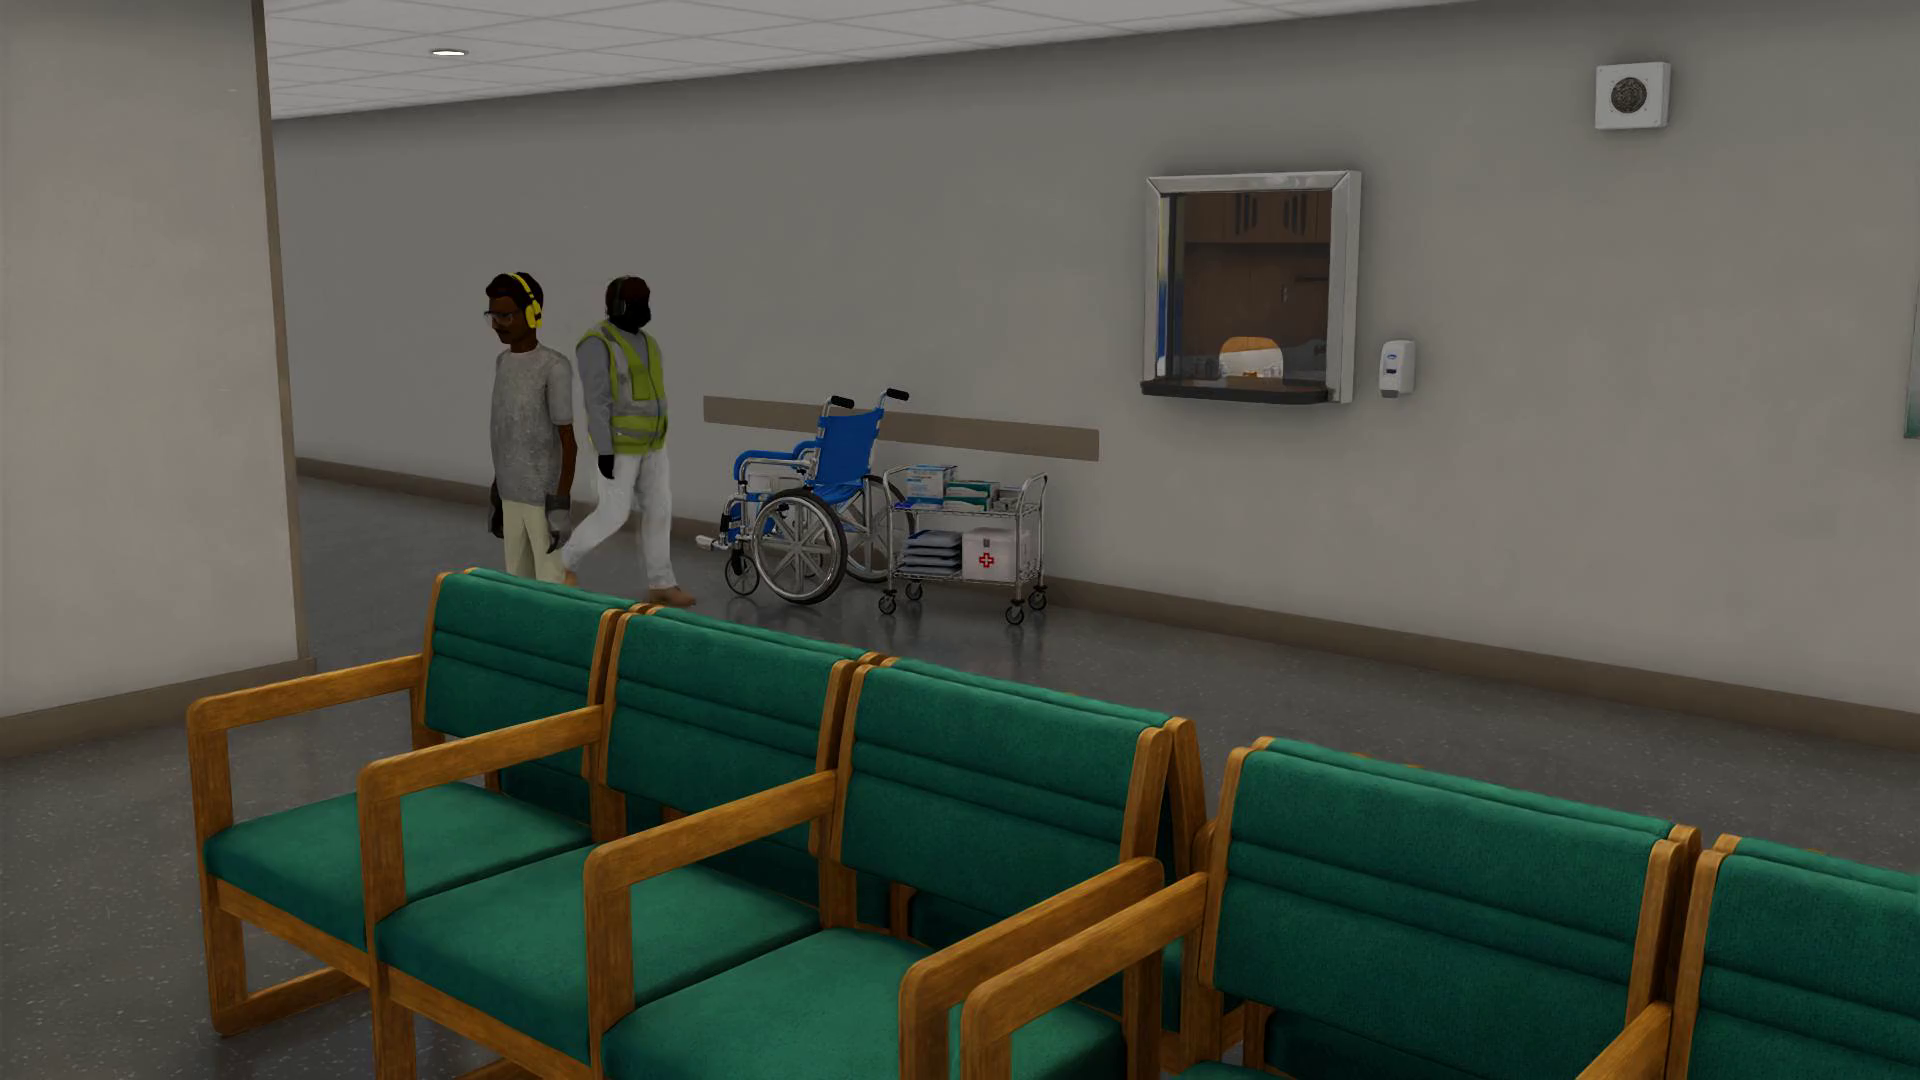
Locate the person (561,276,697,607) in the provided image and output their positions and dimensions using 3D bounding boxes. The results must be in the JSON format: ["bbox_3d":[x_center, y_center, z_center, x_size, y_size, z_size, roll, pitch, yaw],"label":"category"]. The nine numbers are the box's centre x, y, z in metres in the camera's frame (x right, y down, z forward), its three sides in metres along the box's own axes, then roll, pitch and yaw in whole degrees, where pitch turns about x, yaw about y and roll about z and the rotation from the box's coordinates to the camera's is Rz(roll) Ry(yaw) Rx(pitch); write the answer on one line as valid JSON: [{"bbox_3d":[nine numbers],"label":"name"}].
[{"bbox_3d":[-1.864,-0.530,9.080,0.764,1.815,0.629,5,11,27],"label":"person"}]

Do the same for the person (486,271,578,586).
[{"bbox_3d":[-1.763,-0.152,6.788,0.519,1.865,0.328,9,13,40],"label":"person"}]
